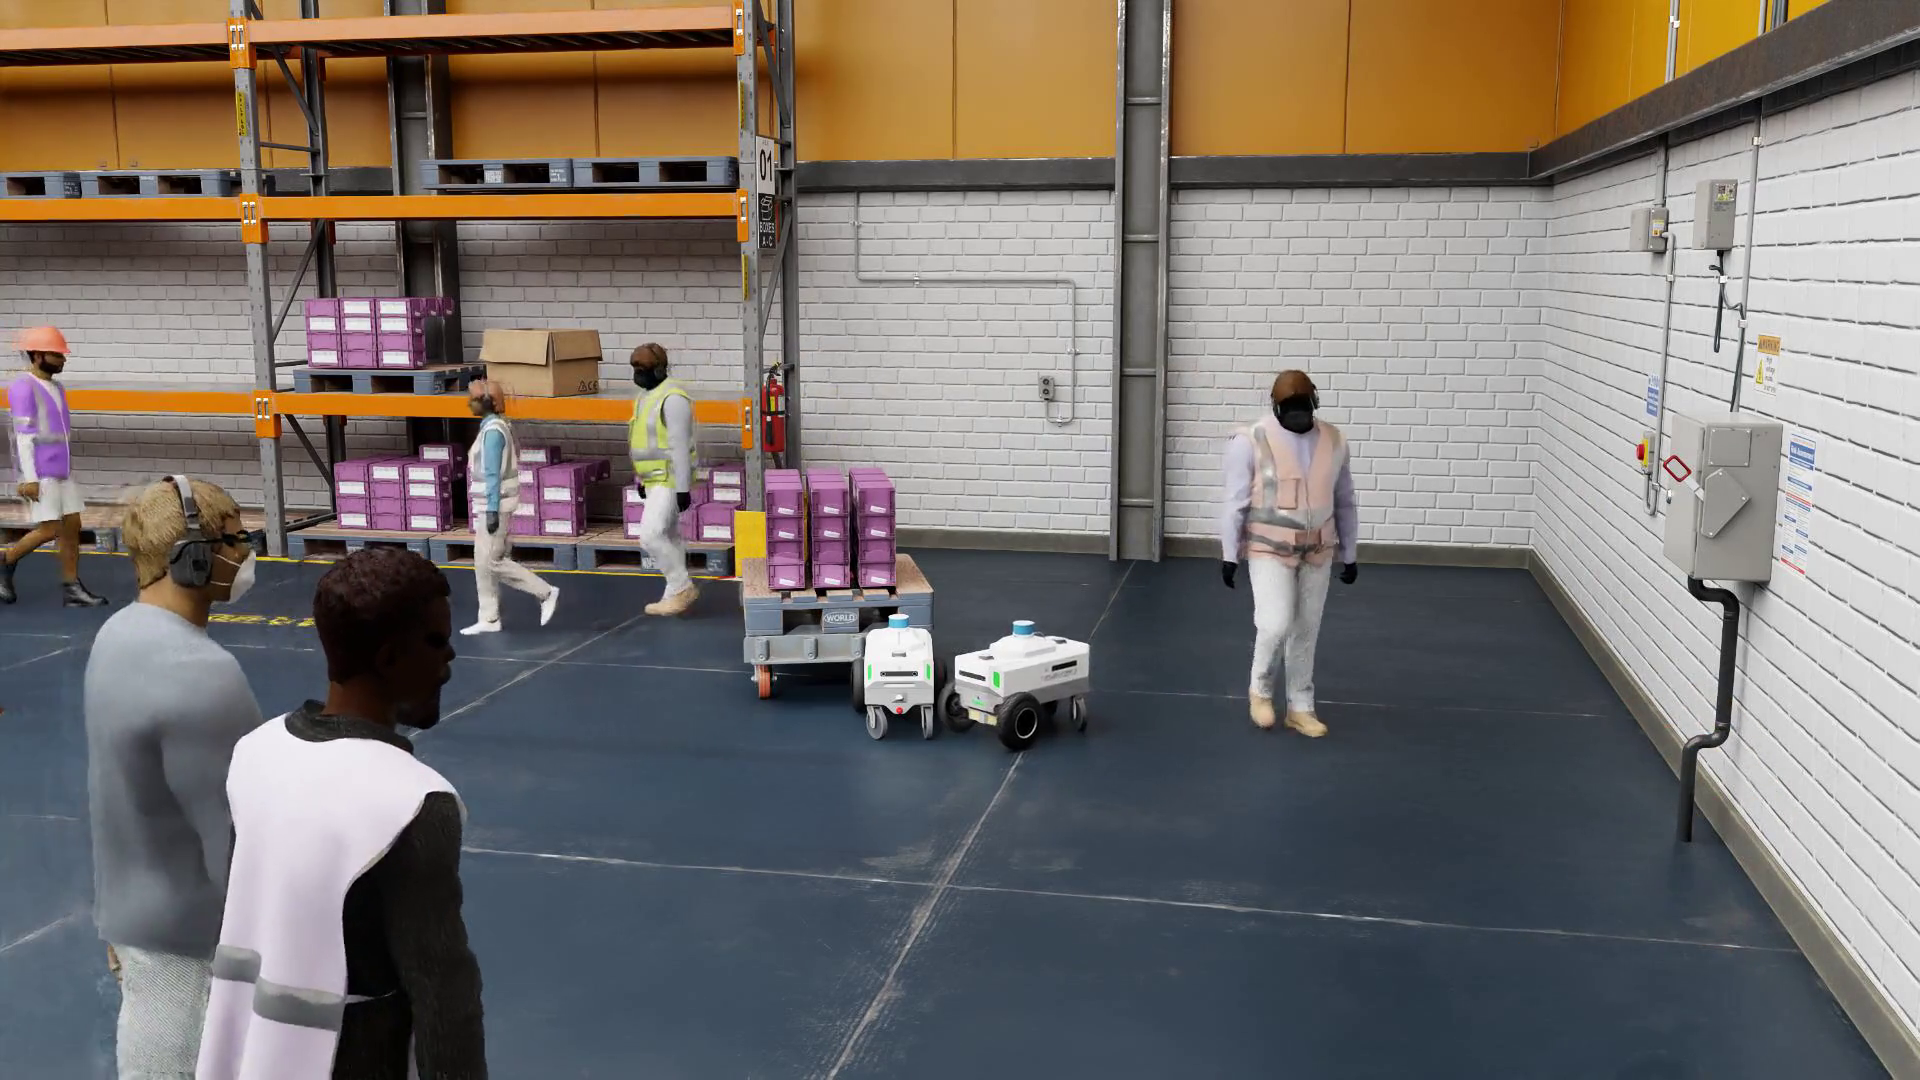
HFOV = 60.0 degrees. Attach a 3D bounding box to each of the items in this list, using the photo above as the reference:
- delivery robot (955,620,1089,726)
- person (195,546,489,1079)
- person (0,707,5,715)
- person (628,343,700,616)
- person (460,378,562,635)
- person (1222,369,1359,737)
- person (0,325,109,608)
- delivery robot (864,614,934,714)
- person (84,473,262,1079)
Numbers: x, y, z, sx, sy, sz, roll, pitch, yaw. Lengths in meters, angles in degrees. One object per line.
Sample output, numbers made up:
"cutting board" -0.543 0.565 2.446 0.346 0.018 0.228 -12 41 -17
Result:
"delivery robot" 0.312 0.642 8.226 0.707 0.478 0.477 -9 13 -43
"person" -1.079 0.940 2.809 0.981 1.861 0.593 -9 13 -42
"person" -5.183 0.015 8.372 0.463 1.859 0.506 -5 11 -29
"person" -1.940 -0.373 10.841 0.442 1.812 0.714 -5 11 -28
"person" -2.837 -0.199 10.360 0.539 1.621 0.527 -3 10 -20
"person" 1.623 0.076 8.115 0.724 1.820 0.442 -3 10 -16
"person" -6.156 -0.475 11.125 0.648 1.920 0.551 0 9 1
"delivery robot" -0.307 0.618 8.367 0.477 0.478 0.707 0 9 -2
"person" -1.674 0.810 3.463 0.971 1.904 0.634 -6 11 -33
